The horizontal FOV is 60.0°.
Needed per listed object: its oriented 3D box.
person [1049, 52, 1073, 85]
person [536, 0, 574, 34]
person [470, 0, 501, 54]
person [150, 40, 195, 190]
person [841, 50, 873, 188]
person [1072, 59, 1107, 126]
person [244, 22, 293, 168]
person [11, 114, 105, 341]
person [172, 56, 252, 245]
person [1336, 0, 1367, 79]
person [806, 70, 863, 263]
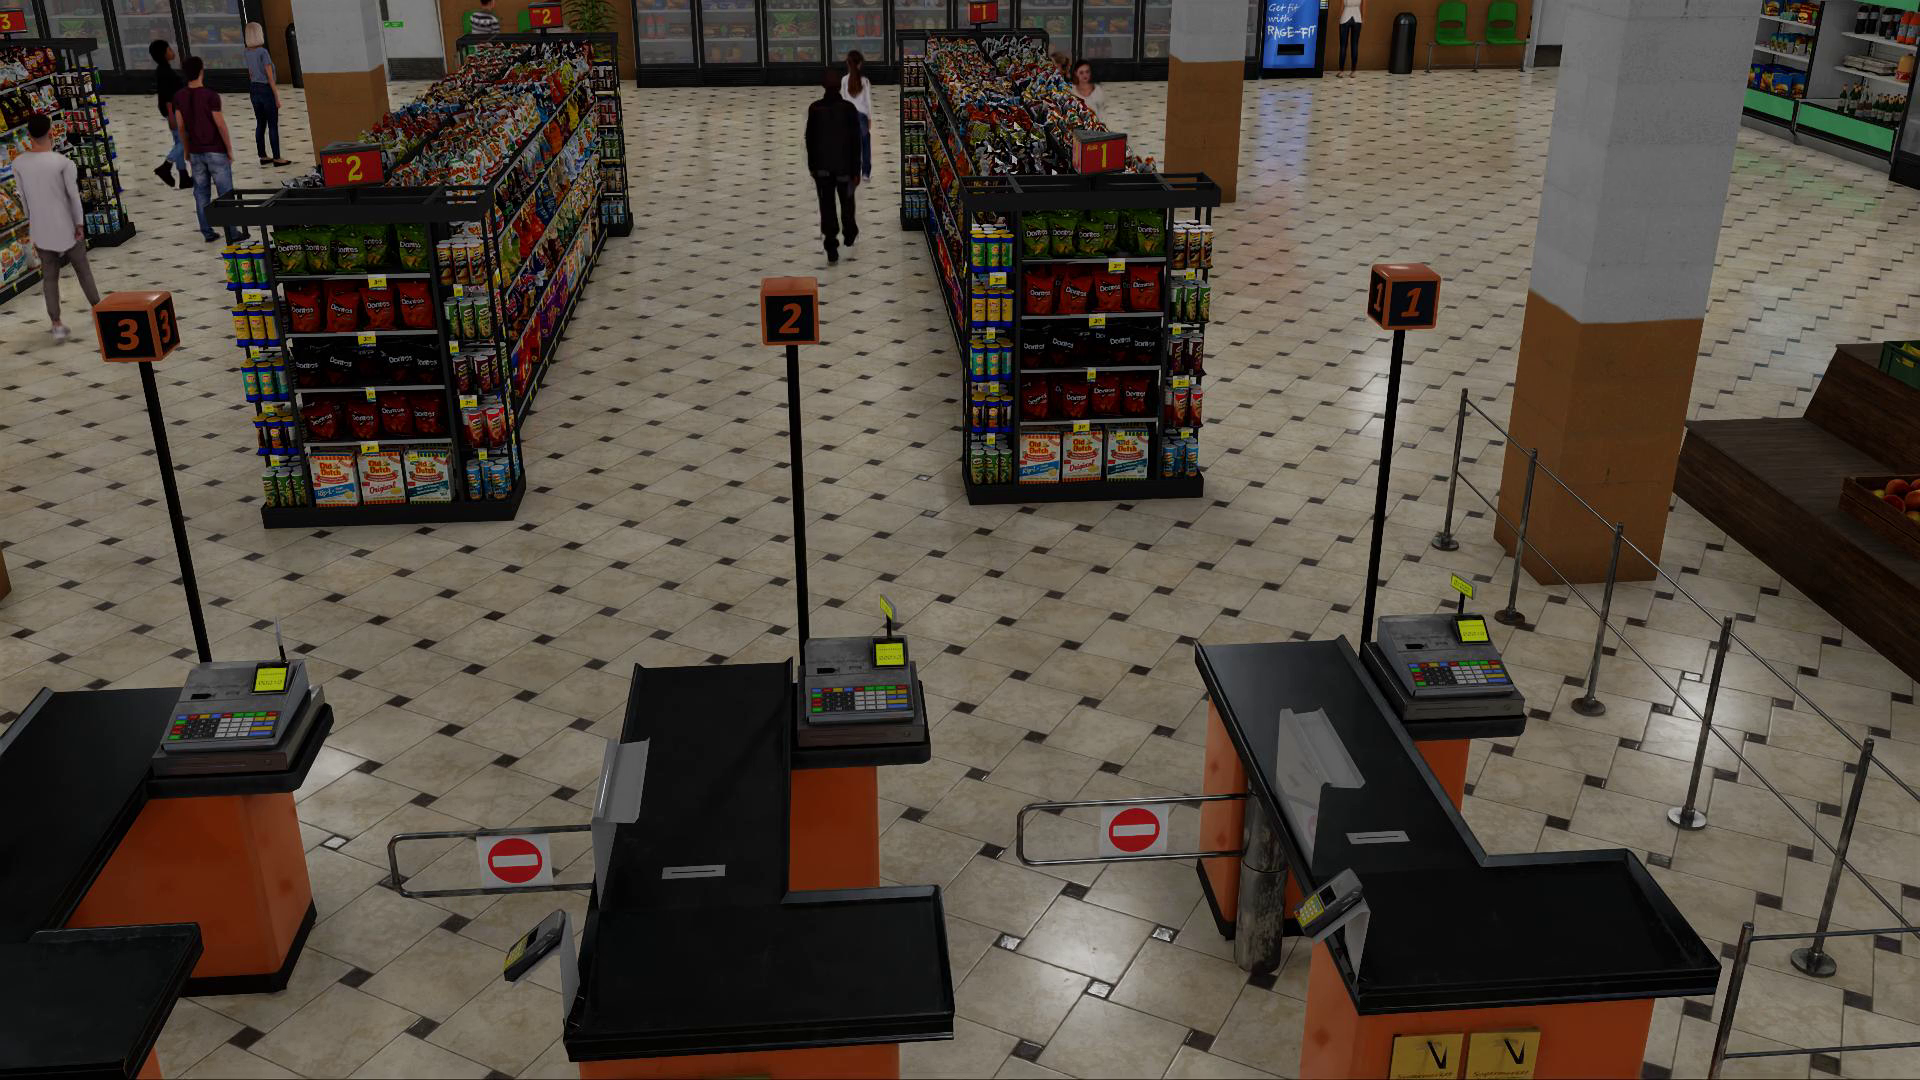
[{"bbox_3d":[1.194,-4.474,18.294,0.857,1.665,1.036,4,24,9],"label":"person"},{"bbox_3d":[-5.219,-5.999,21.499,0.813,1.889,0.902,-10,25,-21],"label":"person"},{"bbox_3d":[-6.563,-6.609,22.939,1.012,1.852,1.187,11,26,23],"label":"person"},{"bbox_3d":[-9.155,-4.868,19.170,0.758,1.684,0.747,-10,26,-22],"label":"person"},{"bbox_3d":[-1.226,-4.892,19.402,0.516,1.542,0.607,-1,24,-1],"label":"person"},{"bbox_3d":[1.302,-4.349,18.005,0.778,1.667,0.917,-12,26,-26],"label":"person"},{"bbox_3d":[-8.645,-5.524,20.626,0.643,1.719,0.671,12,27,26],"label":"person"},{"bbox_3d":[-7.496,-2.541,13.716,0.766,1.793,1.152,-5,24,-12],"label":"person"},{"bbox_3d":[-7.630,-3.944,16.853,0.692,1.849,0.584,2,24,4],"label":"person"},{"bbox_3d":[6.481,-8.584,27.539,0.595,1.784,0.530,0,24,-1],"label":"person"},{"bbox_3d":[-1.234,-3.586,16.111,0.832,1.789,1.195,2,24,4],"label":"person"}]
